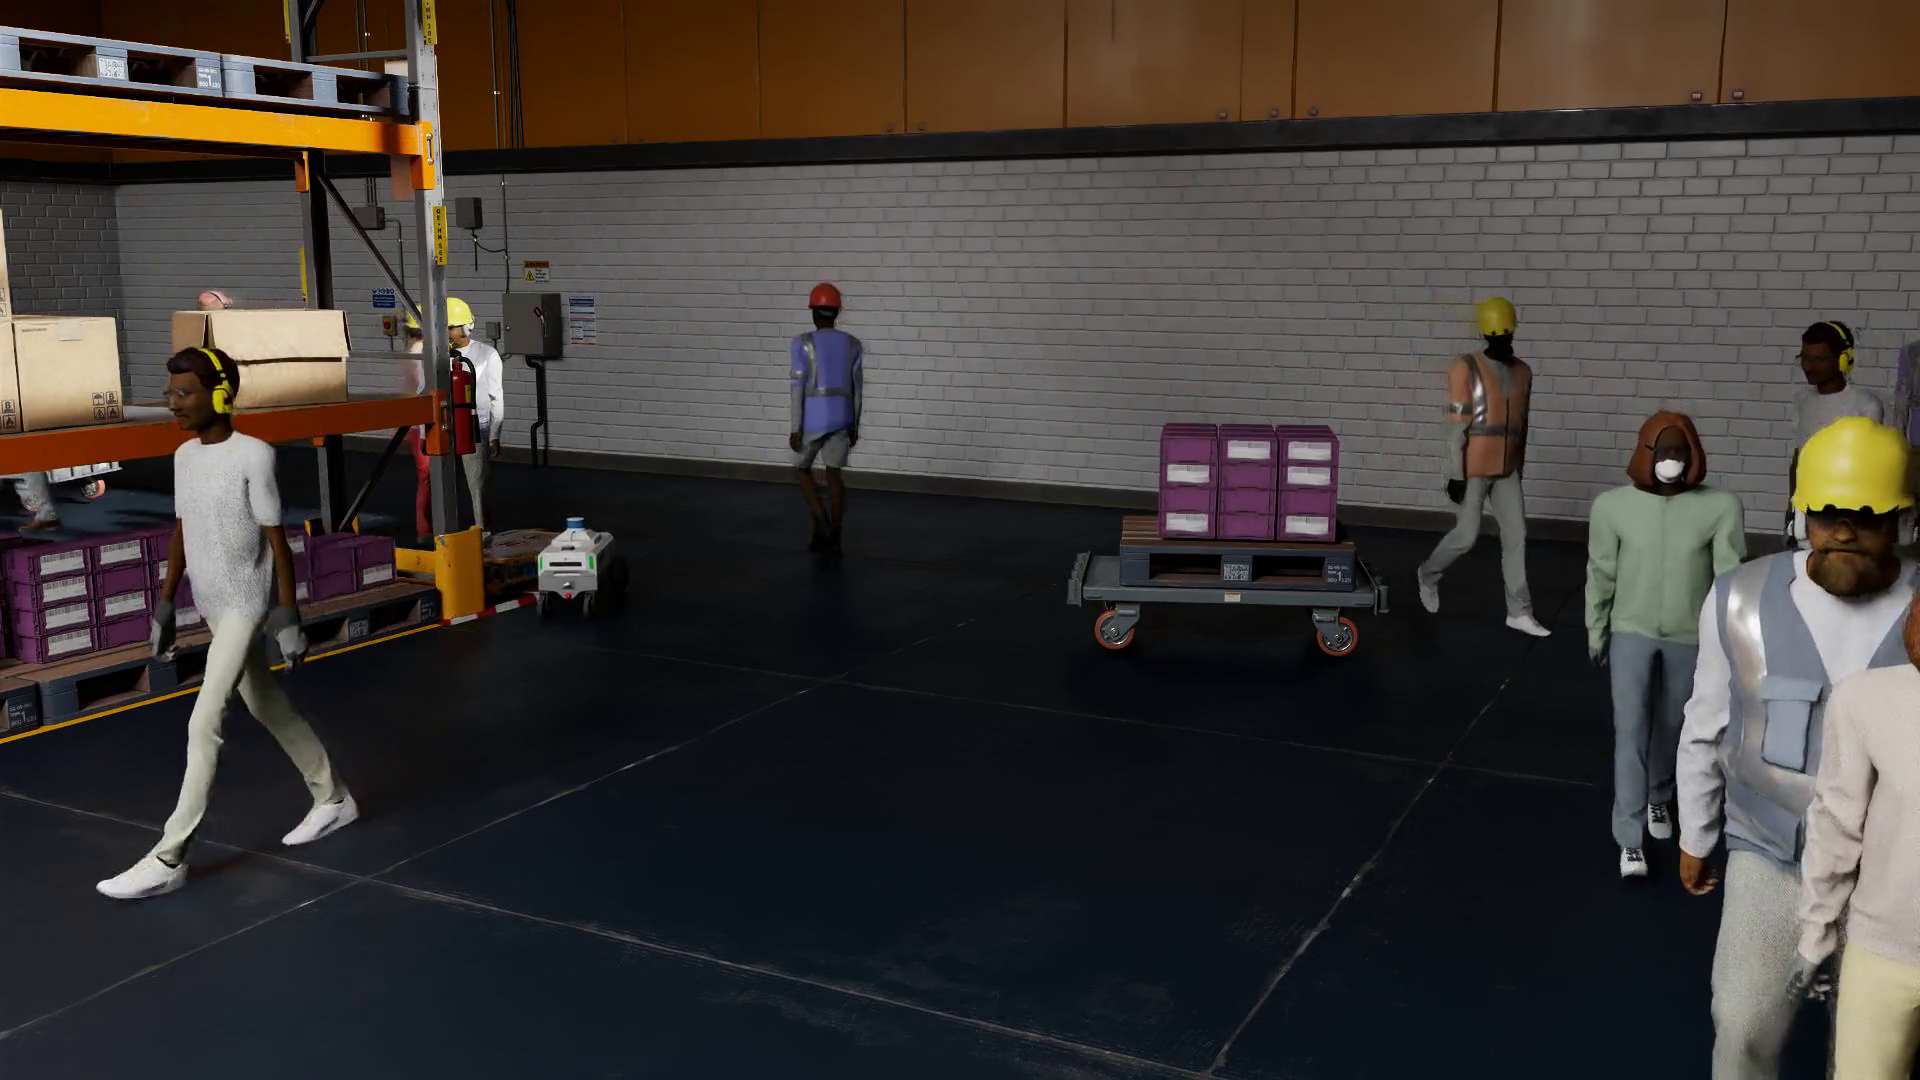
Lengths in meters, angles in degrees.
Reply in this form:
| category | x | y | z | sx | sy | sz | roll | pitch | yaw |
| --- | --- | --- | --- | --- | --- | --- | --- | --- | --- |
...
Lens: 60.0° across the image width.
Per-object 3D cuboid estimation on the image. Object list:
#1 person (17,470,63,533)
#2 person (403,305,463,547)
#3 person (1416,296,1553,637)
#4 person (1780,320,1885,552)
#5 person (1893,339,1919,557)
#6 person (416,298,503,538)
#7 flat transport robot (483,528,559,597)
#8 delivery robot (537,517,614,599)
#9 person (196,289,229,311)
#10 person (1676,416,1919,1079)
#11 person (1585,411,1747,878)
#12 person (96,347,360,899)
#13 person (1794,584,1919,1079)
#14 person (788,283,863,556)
| category | x | y | z | sx | sy | sz | roll | pitch | yaw |
| --- | --- | --- | --- | --- | --- | --- | --- | --- | --- |
| person | -7.305 | -0.971 | 12.560 | 0.891 | 1.884 | 0.652 | -2 | 10 | -10 |
| person | -3.807 | -0.822 | 12.071 | 0.476 | 1.753 | 0.552 | -4 | 10 | -21 |
| person | 2.963 | -0.433 | 9.420 | 0.598 | 1.893 | 0.840 | -5 | 11 | -25 |
| person | 3.985 | -0.072 | 7.507 | 0.588 | 1.841 | 0.522 | -3 | 10 | -15 |
| person | 6.221 | -0.641 | 10.514 | 0.586 | 1.928 | 0.380 | 9 | 13 | 42 |
| person | -3.424 | -0.737 | 11.374 | 0.586 | 1.823 | 0.403 | 0 | 10 | 1 |
| flat transport robot | -2.967 | 0.130 | 10.839 | 0.652 | 0.197 | 1.431 | 4 | 11 | 21 |
| delivery robot | -2.273 | 0.109 | 9.871 | 0.477 | 0.478 | 0.707 | 0 | 10 | -2 |
| person | -5.154 | -0.803 | 11.599 | 0.730 | 1.873 | 0.417 | 5 | 11 | 28 |
| person | 1.769 | 0.653 | 3.372 | 0.625 | 1.805 | 0.660 | 5 | 11 | 29 |
| person | 2.439 | 0.347 | 5.782 | 0.514 | 1.585 | 0.879 | 3 | 10 | 17 |
| person | -2.528 | 0.247 | 5.710 | 0.546 | 1.817 | 0.999 | 7 | 12 | 36 |
| person | 1.818 | 0.791 | 3.070 | 0.507 | 1.631 | 0.266 | 8 | 12 | 38 |
| person | -0.953 | -0.840 | 11.681 | 0.557 | 1.918 | 0.406 | -5 | 11 | -28 |
